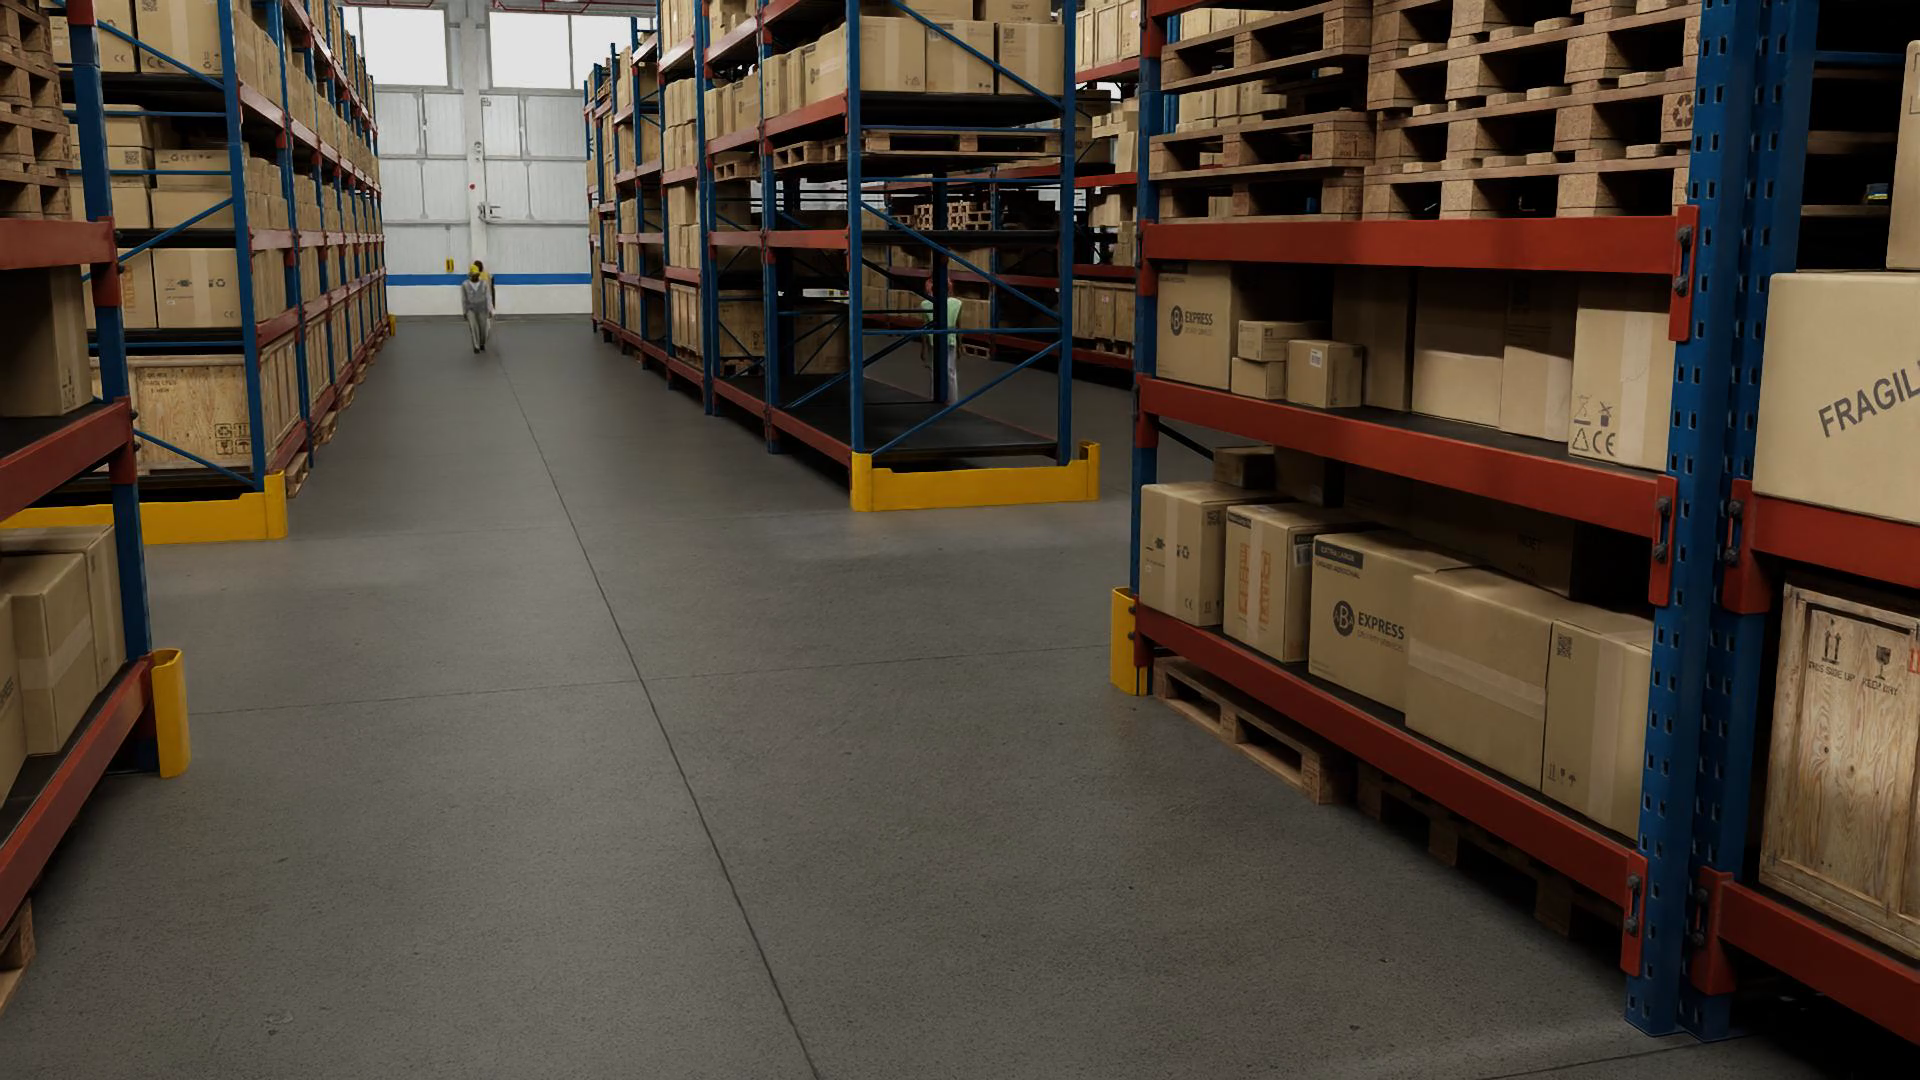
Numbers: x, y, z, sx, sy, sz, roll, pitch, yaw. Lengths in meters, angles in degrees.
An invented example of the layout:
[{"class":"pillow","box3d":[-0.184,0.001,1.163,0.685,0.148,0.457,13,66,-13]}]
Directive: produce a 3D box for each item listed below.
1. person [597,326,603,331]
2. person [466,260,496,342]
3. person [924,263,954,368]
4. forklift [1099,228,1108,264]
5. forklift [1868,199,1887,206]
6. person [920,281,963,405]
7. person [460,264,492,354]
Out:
[{"class":"person","box3d":[-8.998,-6.118,41.716,0.372,1.739,0.586,-3,11,-16]},{"class":"person","box3d":[-10.748,-5.320,37.127,0.661,1.821,0.659,-7,13,-35]},{"class":"person","box3d":[-0.387,-4.008,29.817,0.727,1.884,0.417,10,14,43]},{"class":"forklift","box3d":[3.479,-5.727,36.467,1.129,2.768,1.873,-3,11,-17]},{"class":"forklift","box3d":[11.338,-2.915,21.052,1.129,2.768,1.873,-3,11,-17]},{"class":"person","box3d":[-0.239,-2.508,21.673,0.565,1.840,0.390,-3,11,-15]},{"class":"person","box3d":[-9.833,-4.705,33.797,0.604,1.810,0.708,-4,11,-19]}]
